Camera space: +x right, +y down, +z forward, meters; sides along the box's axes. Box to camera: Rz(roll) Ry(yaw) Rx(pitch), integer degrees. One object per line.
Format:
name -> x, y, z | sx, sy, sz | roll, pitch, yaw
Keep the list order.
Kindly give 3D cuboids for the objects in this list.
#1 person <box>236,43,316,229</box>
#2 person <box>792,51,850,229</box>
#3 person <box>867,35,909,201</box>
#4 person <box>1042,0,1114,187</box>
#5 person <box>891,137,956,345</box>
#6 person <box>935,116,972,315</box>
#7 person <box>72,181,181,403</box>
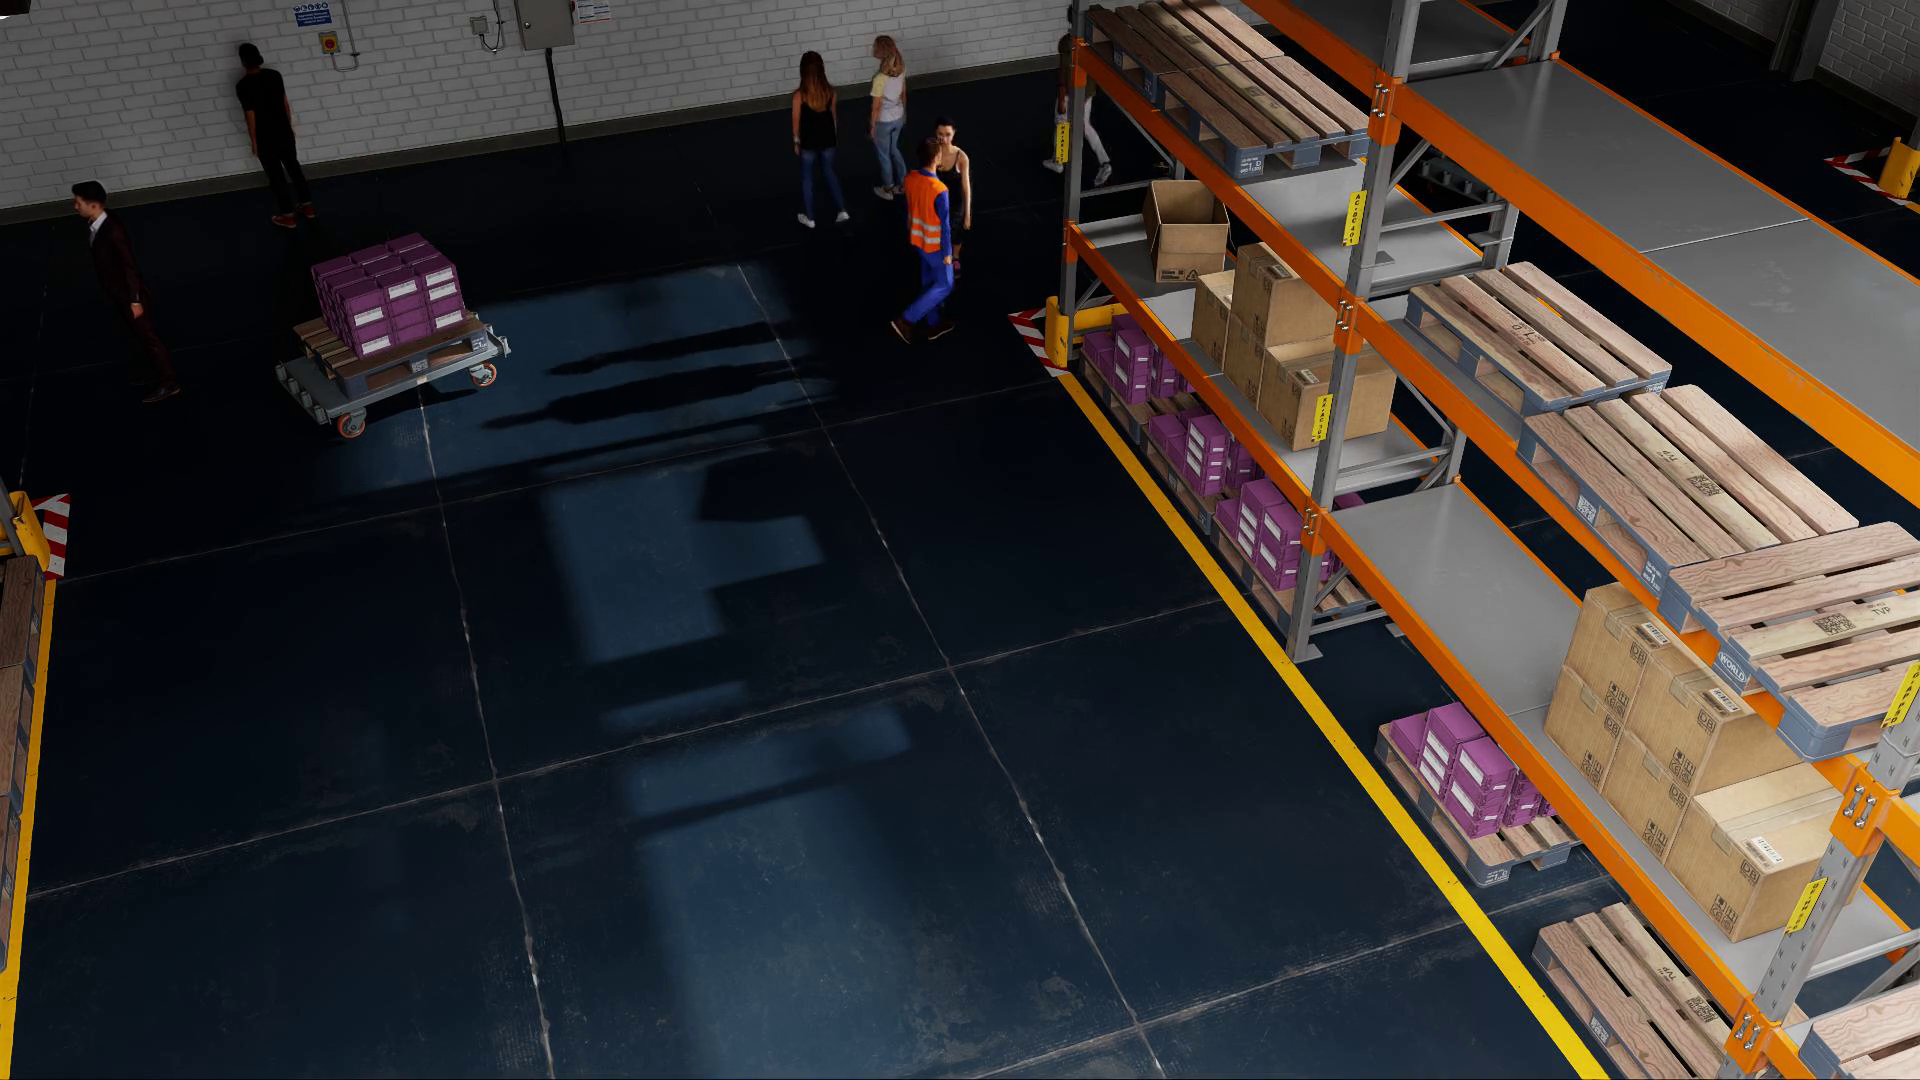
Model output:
person -> -6.418, -3.783, 15.526 | 0.753, 1.758, 0.722 | 22, 44, 26
person -> -1.272, -3.660, 15.408 | 0.630, 1.713, 0.786 | -17, 42, -20
person -> -0.640, -3.938, 15.770 | 0.792, 1.696, 0.834 | -32, 48, -33
person -> 1.189, -4.312, 16.162 | 0.987, 1.791, 1.223 | -29, 47, -31
person -> -0.319, -2.414, 13.741 | 0.917, 1.846, 0.991 | -26, 46, -29
person -> -0.095, -2.905, 14.490 | 0.950, 1.678, 1.239 | 4, 39, 5
person -> -6.608, -1.990, 13.195 | 0.812, 1.864, 0.630 | -25, 45, -28
